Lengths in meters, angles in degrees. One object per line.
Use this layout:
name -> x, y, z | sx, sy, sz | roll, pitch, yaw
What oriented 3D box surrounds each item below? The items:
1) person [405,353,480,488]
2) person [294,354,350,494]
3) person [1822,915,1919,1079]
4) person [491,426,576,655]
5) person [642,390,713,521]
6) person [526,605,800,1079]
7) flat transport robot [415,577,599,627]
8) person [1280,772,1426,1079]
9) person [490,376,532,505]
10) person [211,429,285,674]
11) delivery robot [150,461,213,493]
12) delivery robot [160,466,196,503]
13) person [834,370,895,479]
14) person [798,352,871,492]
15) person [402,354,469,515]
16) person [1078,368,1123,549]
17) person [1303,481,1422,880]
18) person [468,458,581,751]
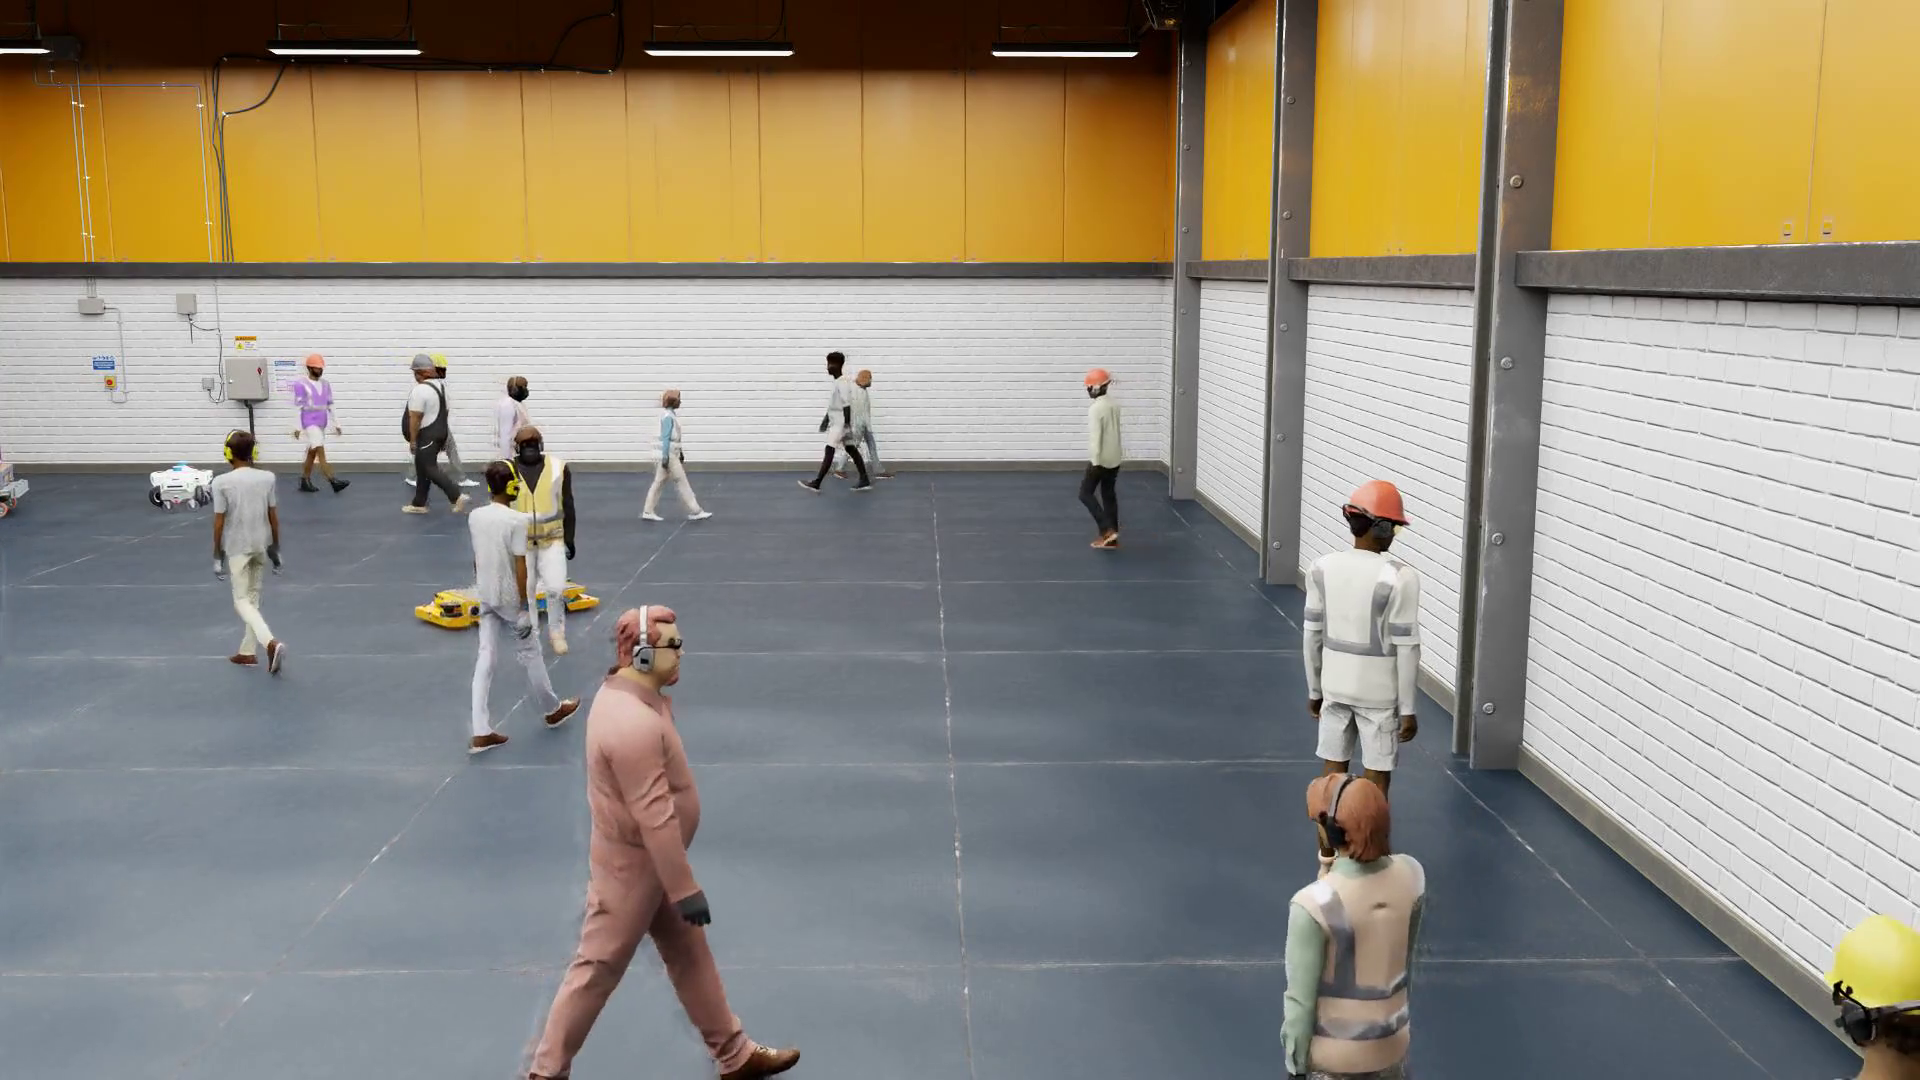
person -> -7.241, -1.639, 22.993 | 1.000, 1.881, 0.608 | 0, 9, -3
person -> -8.620, -1.563, 22.467 | 0.983, 1.884, 0.575 | 4, 10, 23
person -> 1.841, 1.619, 3.478 | 0.541, 1.724, 0.913 | 0, 9, -3
person -> -3.311, 0.024, 12.940 | 0.640, 1.829, 0.460 | -2, 10, -15
person -> -3.442, -1.010, 19.965 | 0.856, 1.586, 0.536 | -2, 9, -10
person -> -1.117, 1.154, 5.936 | 1.015, 1.856, 0.639 | -2, 9, -9
flat transport robot -> -3.966, 0.529, 14.595 | 1.431, 0.197, 0.652 | -8, 12, -40
person -> 1.141, 1.459, 4.732 | 0.524, 1.620, 0.607 | -5, 11, -30
person -> -5.155, -1.011, 19.402 | 0.939, 1.798, 0.630 | -1, 9, -6
person -> -5.332, 0.088, 12.497 | 0.806, 1.849, 0.519 | 7, 12, 37
delivery robot -> -10.026, -0.776, 21.438 | 0.707, 0.478, 0.477 | -3, 10, -17
delivery robot -> -9.806, -0.683, 20.868 | 0.477, 0.478, 0.707 | -3, 10, -18
person -> -1.415, -1.663, 24.008 | 0.872, 1.590, 0.510 | -1, 9, -4
person -> -1.678, -1.598, 22.618 | 1.027, 1.911, 0.625 | -1, 9, -7
person -> -6.491, -1.310, 20.455 | 0.918, 2.000, 0.687 | 1, 9, 8
person -> 1.516, -0.863, 17.916 | 0.441, 1.973, 0.639 | 7, 11, 36
person -> 1.939, 0.729, 7.980 | 0.404, 2.034, 0.609 | -8, 13, -42
person -> -2.861, 0.386, 10.699 | 0.557, 1.825, 0.933 | 5, 10, 26
